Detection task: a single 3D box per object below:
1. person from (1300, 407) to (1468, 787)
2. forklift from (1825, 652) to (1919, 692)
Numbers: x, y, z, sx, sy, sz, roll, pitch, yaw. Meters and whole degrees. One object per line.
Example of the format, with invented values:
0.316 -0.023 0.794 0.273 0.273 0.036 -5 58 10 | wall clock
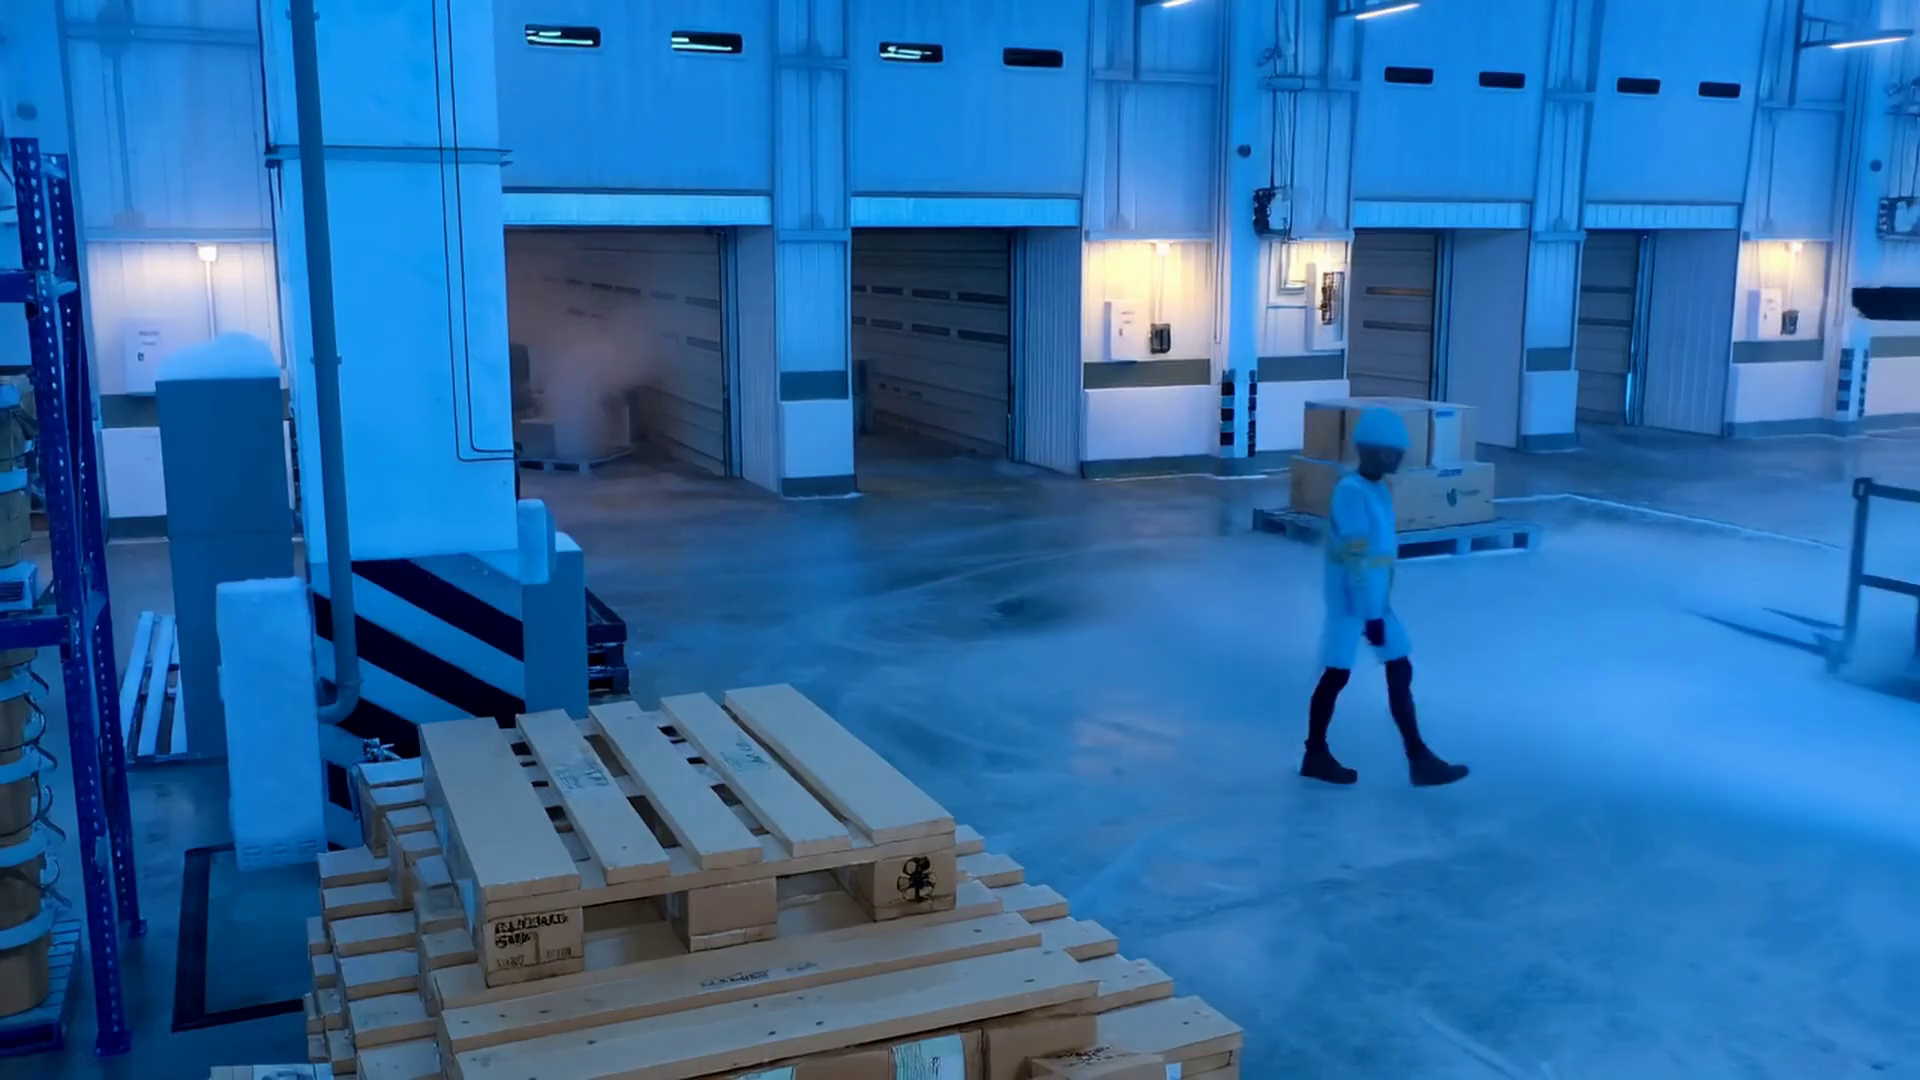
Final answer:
2.093 0.315 8.144 0.892 1.904 0.558 8 13 39 | person
6.271 -0.417 9.482 1.129 2.768 1.873 -4 11 -23 | forklift
